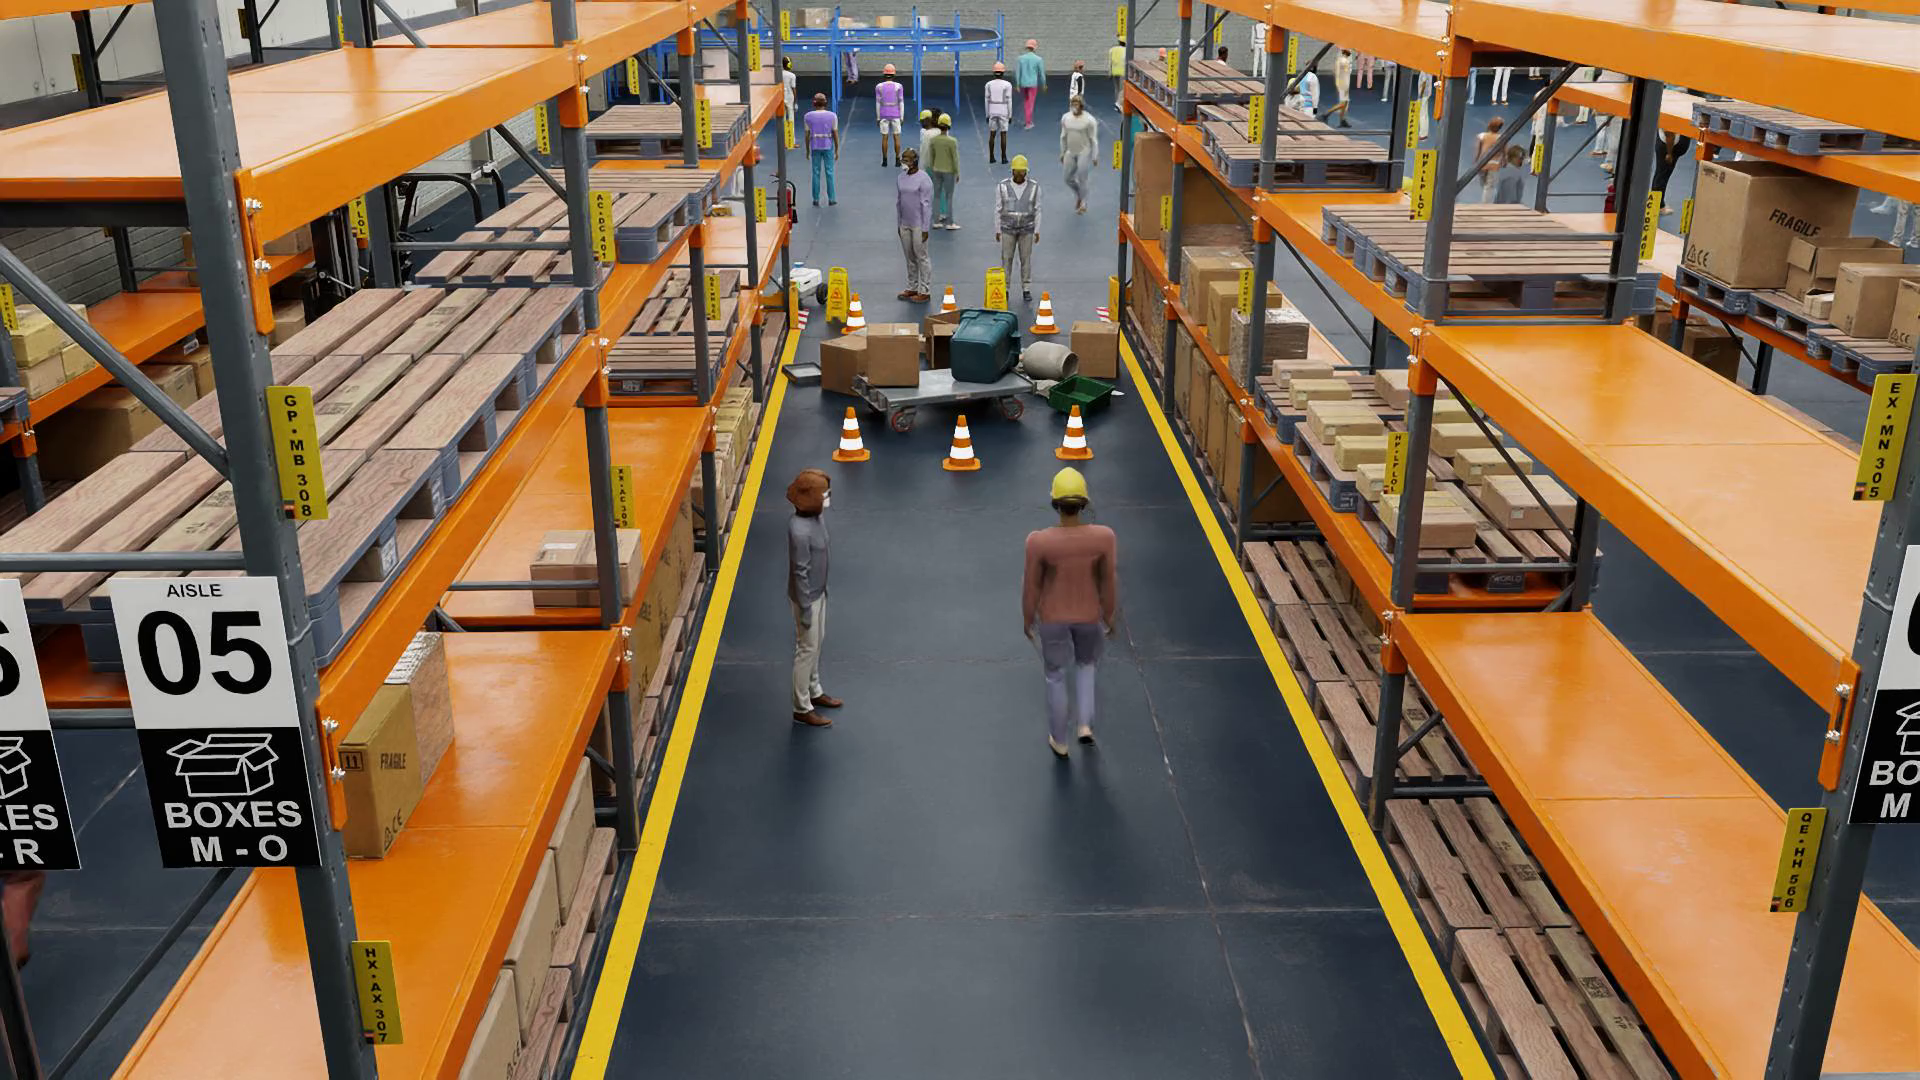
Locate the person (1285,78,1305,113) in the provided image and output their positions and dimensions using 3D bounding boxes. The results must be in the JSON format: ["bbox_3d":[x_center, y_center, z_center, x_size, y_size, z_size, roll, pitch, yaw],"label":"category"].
[{"bbox_3d":[6.328,-7.920,31.727,0.379,1.731,0.497,-16,26,-36],"label":"person"}]

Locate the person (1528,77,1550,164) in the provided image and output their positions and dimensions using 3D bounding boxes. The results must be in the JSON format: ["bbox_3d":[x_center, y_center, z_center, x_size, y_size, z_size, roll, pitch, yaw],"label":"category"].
[{"bbox_3d":[11.405,-8.184,32.483,0.321,1.687,0.538,-13,25,-32],"label":"person"}]

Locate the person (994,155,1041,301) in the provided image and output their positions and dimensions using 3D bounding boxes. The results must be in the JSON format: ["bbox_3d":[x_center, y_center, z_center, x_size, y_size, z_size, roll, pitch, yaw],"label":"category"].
[{"bbox_3d":[0.731,-3.953,21.087,0.590,1.836,0.404,0,21,-1],"label":"person"}]

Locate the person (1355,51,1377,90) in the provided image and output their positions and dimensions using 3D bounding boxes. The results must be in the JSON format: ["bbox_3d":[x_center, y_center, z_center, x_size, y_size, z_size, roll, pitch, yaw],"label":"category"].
[{"bbox_3d":[11.294,-13.475,46.166,0.636,1.903,0.404,10,23,24],"label":"person"}]

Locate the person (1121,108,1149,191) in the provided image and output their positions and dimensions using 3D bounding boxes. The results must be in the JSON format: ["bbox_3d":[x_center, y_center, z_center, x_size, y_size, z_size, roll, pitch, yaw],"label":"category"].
[{"bbox_3d":[3.060,-6.997,29.156,0.513,1.825,0.770,3,21,7],"label":"person"}]

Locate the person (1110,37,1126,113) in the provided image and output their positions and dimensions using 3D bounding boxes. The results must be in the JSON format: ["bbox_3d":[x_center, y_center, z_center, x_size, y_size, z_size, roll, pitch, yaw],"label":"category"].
[{"bbox_3d":[3.895,-11.521,41.039,0.652,1.884,0.804,14,25,33],"label":"person"}]

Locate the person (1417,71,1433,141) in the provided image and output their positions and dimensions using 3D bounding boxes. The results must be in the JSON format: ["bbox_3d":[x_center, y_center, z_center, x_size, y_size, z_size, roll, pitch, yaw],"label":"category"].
[{"bbox_3d":[9.985,-9.553,35.851,0.325,1.865,0.516,14,25,32],"label":"person"}]

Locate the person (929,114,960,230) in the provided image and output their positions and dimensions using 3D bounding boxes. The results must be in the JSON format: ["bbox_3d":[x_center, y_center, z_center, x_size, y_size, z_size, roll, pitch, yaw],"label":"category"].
[{"bbox_3d":[-0.236,-5.710,25.824,0.533,1.772,0.296,14,25,32],"label":"person"}]

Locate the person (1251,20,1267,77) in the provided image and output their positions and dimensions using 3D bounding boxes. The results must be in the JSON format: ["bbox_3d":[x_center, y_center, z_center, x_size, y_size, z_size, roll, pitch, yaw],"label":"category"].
[{"bbox_3d":[8.844,-14.499,48.893,0.573,1.887,0.356,6,22,15],"label":"person"}]

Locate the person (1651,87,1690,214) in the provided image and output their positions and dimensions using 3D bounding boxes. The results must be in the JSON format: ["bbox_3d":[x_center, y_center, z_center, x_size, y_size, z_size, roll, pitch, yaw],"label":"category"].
[{"bbox_3d":[11.652,-6.391,27.246,0.536,2.000,0.683,6,21,14],"label":"person"}]

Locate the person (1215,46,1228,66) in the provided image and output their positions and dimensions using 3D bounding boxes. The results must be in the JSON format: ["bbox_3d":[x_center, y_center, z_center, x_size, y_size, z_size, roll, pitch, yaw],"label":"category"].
[{"bbox_3d":[5.708,-9.931,36.792,0.403,1.910,0.598,-5,21,-14],"label":"person"}]

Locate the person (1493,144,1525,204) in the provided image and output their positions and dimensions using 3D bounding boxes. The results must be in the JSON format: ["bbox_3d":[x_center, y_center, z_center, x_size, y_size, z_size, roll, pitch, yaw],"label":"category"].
[{"bbox_3d":[7.031,-4.118,21.454,0.359,1.897,0.700,5,21,12],"label":"person"}]

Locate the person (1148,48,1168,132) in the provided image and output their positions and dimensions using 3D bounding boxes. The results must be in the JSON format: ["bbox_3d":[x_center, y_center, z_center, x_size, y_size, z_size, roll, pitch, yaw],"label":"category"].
[{"bbox_3d":[4.240,-9.610,35.855,0.433,1.977,0.615,17,27,38],"label":"person"}]

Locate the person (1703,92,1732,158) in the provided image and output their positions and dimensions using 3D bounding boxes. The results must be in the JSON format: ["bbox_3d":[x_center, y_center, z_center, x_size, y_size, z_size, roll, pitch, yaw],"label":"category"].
[{"bbox_3d":[15.153,-8.633,33.343,0.596,1.916,0.374,1,21,2],"label":"person"}]

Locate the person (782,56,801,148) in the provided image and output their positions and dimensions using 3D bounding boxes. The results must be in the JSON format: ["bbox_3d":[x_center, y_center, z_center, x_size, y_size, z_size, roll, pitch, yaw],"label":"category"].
[{"bbox_3d":[-3.613,-9.123,34.712,0.528,1.865,0.313,11,23,27],"label":"person"}]

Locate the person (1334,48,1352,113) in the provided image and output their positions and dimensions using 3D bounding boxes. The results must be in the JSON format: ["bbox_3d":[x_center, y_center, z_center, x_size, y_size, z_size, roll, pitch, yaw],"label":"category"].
[{"bbox_3d":[9.401,-11.494,40.884,0.427,1.938,0.604,0,21,0],"label":"person"}]

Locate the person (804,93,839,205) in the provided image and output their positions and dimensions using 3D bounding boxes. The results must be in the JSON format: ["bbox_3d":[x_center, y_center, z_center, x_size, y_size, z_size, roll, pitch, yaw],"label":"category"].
[{"bbox_3d":[-2.320,-6.553,27.944,0.565,1.846,0.389,0,21,-1],"label":"person"}]

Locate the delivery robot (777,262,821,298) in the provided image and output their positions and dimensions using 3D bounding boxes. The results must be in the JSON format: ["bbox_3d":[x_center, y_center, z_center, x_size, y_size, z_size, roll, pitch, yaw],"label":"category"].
[{"bbox_3d":[-2.013,-3.231,20.829,0.477,0.478,0.707,7,22,18],"label":"delivery robot"}]

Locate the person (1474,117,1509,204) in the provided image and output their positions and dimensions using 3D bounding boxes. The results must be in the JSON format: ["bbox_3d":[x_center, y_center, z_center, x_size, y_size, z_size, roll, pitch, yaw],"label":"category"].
[{"bbox_3d":[8.594,-5.984,26.779,0.808,1.602,0.542,-19,28,-40],"label":"person"}]

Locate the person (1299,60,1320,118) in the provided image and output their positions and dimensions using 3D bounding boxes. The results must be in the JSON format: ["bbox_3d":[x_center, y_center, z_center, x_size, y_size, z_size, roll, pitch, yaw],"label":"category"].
[{"bbox_3d":[7.191,-8.956,34.313,0.430,1.838,0.619,-9,22,-22],"label":"person"}]

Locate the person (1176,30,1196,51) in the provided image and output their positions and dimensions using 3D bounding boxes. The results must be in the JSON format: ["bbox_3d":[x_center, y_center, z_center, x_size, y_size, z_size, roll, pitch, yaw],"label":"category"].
[{"bbox_3d":[6.211,-13.139,45.542,0.600,1.702,0.895,8,22,21],"label":"person"}]

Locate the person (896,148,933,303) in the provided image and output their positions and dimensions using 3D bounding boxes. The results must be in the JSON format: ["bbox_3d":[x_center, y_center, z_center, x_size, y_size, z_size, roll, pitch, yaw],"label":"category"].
[{"bbox_3d":[-0.578,-3.976,21.027,0.367,1.932,0.623,-18,27,-39],"label":"person"}]

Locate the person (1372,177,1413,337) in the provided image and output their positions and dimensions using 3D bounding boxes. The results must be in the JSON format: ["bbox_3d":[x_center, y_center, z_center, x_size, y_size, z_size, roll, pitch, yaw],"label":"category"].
[{"bbox_3d":[5.111,-3.292,19.345,0.403,1.833,0.586,-6,21,-15],"label":"person"}]

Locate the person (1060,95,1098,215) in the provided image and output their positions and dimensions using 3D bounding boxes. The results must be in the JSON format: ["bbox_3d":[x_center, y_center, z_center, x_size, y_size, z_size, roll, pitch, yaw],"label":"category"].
[{"bbox_3d":[1.942,-6.267,27.090,0.708,1.917,0.464,13,24,30],"label":"person"}]

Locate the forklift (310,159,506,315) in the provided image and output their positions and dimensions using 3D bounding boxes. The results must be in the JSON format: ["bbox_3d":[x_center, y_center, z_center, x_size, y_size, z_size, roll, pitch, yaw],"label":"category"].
[{"bbox_3d":[-5.622,-2.910,17.832,2.313,2.155,1.214,-1,21,-1],"label":"forklift"}]

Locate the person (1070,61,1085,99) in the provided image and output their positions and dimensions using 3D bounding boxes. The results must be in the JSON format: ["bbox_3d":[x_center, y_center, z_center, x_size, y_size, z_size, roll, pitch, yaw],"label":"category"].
[{"bbox_3d":[2.571,-9.696,36.566,0.322,1.628,0.528,-3,21,-7],"label":"person"}]

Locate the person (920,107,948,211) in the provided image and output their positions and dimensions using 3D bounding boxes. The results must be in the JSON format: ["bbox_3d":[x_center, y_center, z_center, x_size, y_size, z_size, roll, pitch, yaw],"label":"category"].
[{"bbox_3d":[-0.420,-6.284,27.456,0.533,1.691,0.321,-13,24,-31],"label":"person"}]

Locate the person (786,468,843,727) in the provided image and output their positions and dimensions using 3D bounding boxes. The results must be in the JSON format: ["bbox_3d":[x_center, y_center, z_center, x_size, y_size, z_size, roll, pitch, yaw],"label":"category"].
[{"bbox_3d":[-0.894,0.340,10.038,0.287,1.626,0.508,2,21,6],"label":"person"}]

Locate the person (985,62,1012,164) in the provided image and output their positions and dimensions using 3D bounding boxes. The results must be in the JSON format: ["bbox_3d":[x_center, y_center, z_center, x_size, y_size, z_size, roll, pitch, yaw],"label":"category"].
[{"bbox_3d":[0.761,-8.367,32.631,0.543,1.929,0.387,7,22,17],"label":"person"}]

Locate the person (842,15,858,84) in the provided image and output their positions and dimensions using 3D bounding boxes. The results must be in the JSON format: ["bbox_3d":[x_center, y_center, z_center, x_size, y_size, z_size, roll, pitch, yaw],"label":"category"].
[{"bbox_3d":[-3.182,-14.082,47.774,0.403,1.900,0.641,-12,24,-29],"label":"person"}]

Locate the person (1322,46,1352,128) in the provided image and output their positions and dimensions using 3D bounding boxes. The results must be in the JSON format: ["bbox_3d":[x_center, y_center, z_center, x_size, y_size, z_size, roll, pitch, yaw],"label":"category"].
[{"bbox_3d":[8.670,-10.368,37.919,0.701,1.919,0.558,-1,21,-2],"label":"person"}]

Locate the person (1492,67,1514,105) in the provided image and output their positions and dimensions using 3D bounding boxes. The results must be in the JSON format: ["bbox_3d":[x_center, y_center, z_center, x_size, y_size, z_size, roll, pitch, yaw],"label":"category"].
[{"bbox_3d":[13.920,-12.104,42.567,0.575,1.882,0.355,-1,21,-3],"label":"person"}]

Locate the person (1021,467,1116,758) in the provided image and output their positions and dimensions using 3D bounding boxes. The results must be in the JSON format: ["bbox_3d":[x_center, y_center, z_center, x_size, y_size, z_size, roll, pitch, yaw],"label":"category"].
[{"bbox_3d":[0.619,0.425,9.615,0.545,1.754,0.365,-3,21,-8],"label":"person"}]

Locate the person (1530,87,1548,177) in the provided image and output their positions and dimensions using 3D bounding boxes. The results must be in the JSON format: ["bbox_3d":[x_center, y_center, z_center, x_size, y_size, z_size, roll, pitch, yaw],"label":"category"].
[{"bbox_3d":[10.890,-7.634,31.094,0.282,1.636,0.500,9,23,23],"label":"person"}]

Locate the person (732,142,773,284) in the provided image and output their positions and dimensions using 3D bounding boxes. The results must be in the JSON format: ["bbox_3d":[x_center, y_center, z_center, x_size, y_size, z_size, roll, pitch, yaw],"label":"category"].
[{"bbox_3d":[-2.780,-4.287,21.893,0.713,1.890,0.586,-3,21,-8],"label":"person"}]

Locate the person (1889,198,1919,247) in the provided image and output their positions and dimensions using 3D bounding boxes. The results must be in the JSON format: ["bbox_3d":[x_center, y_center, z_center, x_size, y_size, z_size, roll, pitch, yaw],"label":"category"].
[{"bbox_3d":[14.027,-5.181,24.475,0.486,1.736,0.320,0,21,0],"label":"person"}]

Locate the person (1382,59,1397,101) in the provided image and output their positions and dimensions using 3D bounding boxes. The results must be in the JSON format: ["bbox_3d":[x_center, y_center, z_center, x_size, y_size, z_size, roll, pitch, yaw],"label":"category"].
[{"bbox_3d":[11.284,-12.400,43.306,0.591,1.917,0.405,8,22,20],"label":"person"}]

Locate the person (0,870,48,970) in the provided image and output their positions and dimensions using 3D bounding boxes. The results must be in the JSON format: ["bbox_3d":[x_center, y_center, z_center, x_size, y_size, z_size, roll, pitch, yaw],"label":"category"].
[{"bbox_3d":[-4.368,1.219,7.349,0.685,1.885,0.551,-1,21,-2],"label":"person"}]

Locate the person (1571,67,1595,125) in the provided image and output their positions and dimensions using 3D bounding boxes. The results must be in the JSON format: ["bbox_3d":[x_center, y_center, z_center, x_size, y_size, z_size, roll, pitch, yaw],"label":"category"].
[{"bbox_3d":[14.515,-10.488,38.657,0.508,1.626,0.288,-16,26,-36],"label":"person"}]

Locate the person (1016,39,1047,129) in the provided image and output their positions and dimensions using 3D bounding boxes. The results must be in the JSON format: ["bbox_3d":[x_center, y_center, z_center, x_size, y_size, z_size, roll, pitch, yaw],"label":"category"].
[{"bbox_3d":[1.652,-10.410,37.983,0.633,1.963,0.732,14,25,32],"label":"person"}]

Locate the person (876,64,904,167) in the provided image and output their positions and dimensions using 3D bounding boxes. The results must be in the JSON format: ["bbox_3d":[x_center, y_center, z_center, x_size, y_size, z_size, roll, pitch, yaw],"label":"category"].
[{"bbox_3d":[-1.354,-8.215,32.211,0.542,1.938,0.357,1,21,2],"label":"person"}]

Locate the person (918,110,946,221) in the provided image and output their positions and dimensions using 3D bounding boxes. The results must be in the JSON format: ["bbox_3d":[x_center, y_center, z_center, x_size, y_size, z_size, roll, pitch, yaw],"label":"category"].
[{"bbox_3d":[-0.536,-5.981,26.607,0.805,1.707,0.617,5,21,14],"label":"person"}]
